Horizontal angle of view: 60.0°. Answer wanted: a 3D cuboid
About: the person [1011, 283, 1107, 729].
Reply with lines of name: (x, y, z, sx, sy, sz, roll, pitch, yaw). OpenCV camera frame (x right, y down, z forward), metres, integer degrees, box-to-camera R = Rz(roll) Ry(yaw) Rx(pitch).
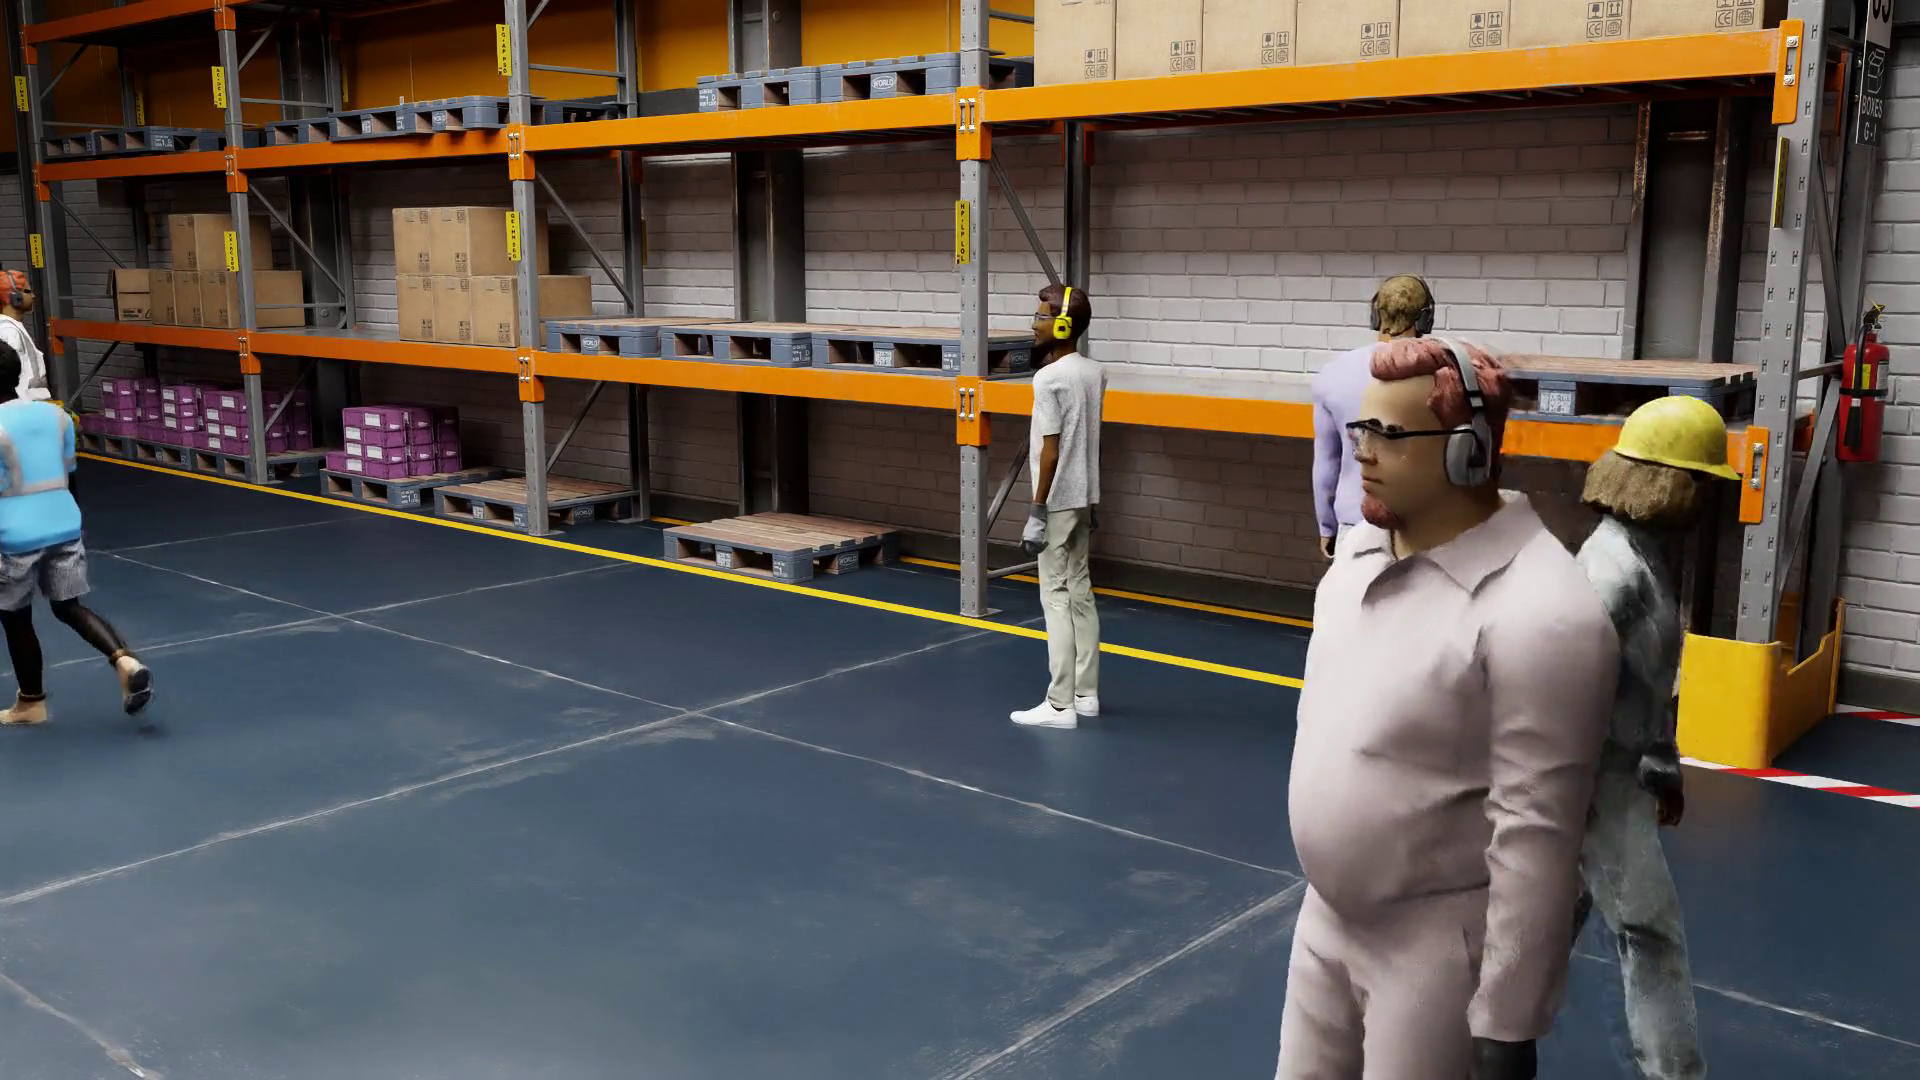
person: (0.424, -0.139, 7.043, 0.316, 1.875, 0.531, 6, 12, 32)

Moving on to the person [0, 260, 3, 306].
person: (-9.273, -1.793, 15.987, 1.064, 2.000, 0.685, 7, 12, 35)

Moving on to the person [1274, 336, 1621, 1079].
person: (0.771, 0.616, 2.691, 0.589, 1.890, 0.663, -3, 10, -17)

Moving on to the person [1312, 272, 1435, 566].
person: (1.627, -0.035, 6.296, 0.630, 1.931, 0.356, 7, 12, 34)

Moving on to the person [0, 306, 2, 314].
person: (-8.966, -1.556, 15.264, 1.012, 1.838, 0.718, -5, 11, -26)

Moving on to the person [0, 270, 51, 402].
person: (-5.924, -0.754, 10.520, 0.349, 1.884, 0.584, -6, 12, -32)

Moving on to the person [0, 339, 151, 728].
person: (-3.776, -0.010, 6.891, 0.657, 1.666, 0.570, 3, 10, 18)

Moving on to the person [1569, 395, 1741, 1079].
person: (1.513, 0.544, 3.620, 0.823, 1.697, 0.500, 5, 11, 25)
